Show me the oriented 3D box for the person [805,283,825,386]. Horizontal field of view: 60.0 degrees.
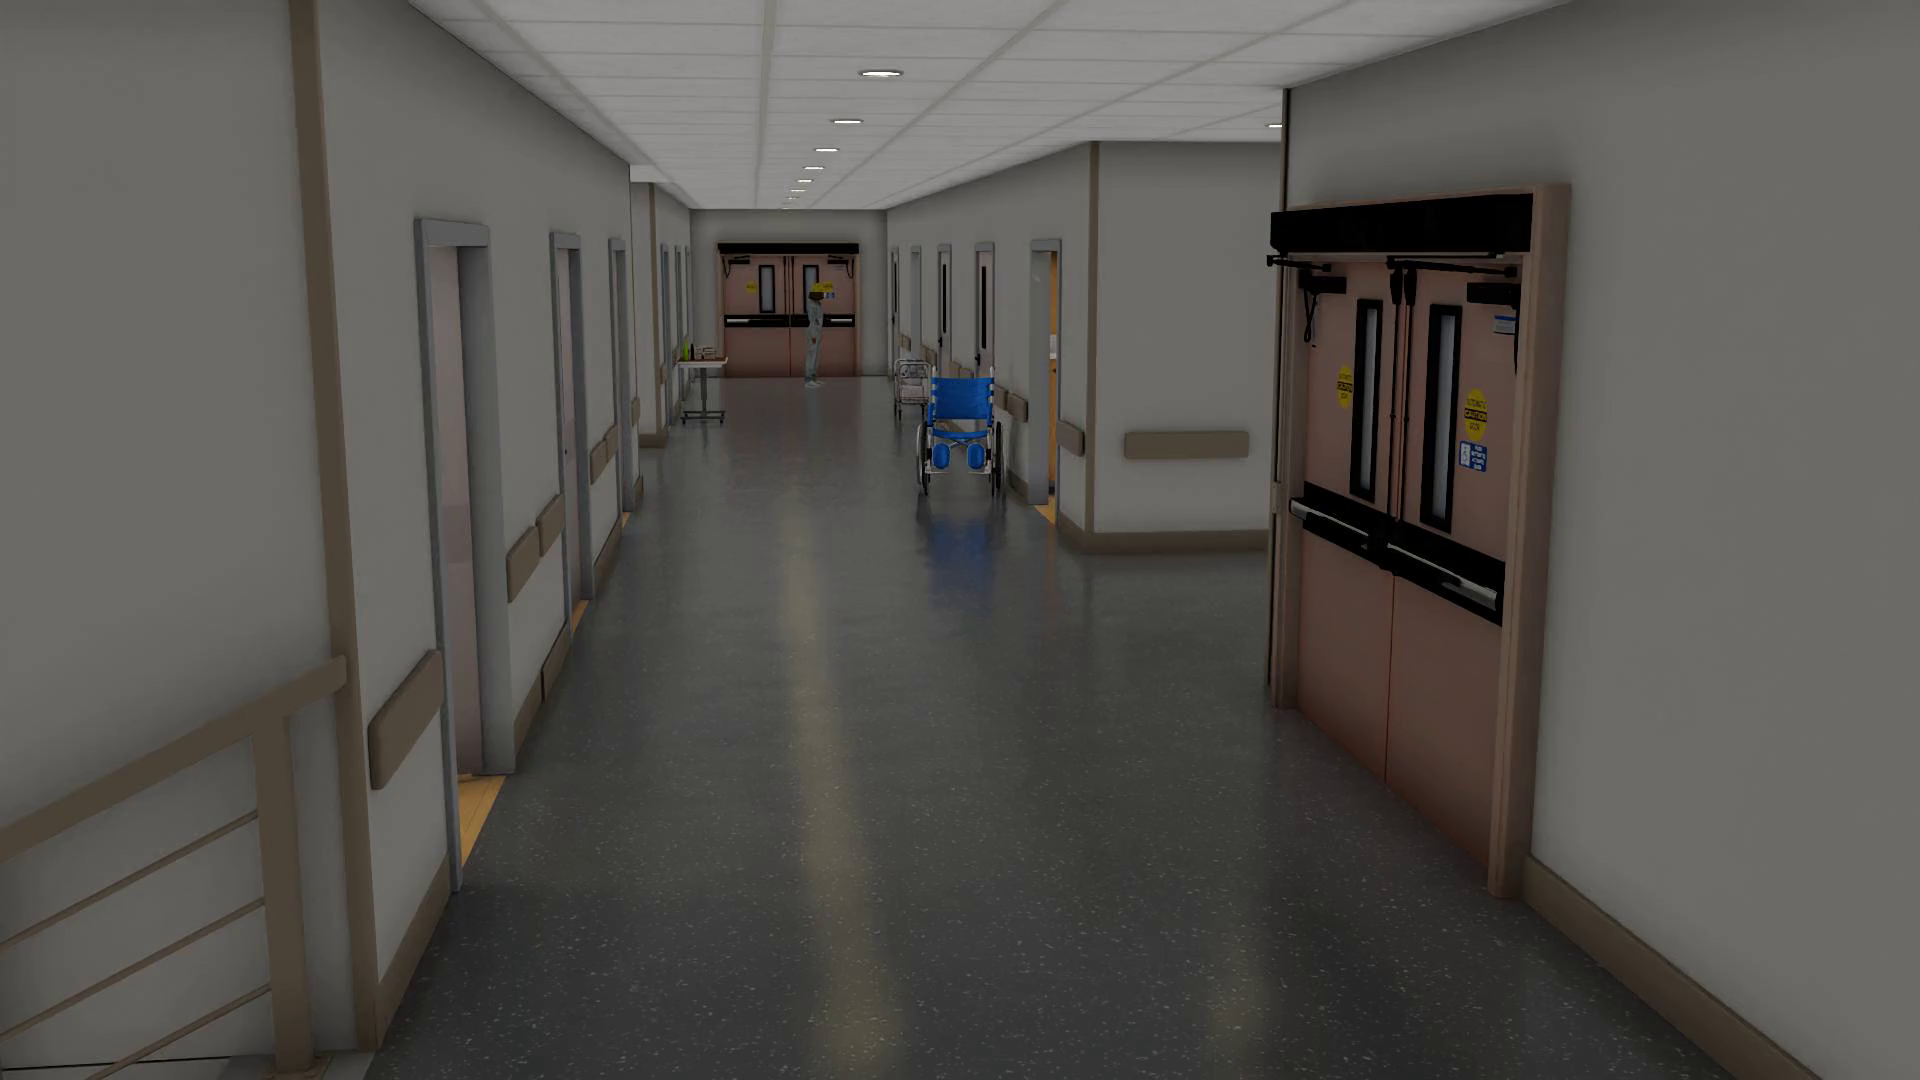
[{"bbox_3d":[-2.428,-3.470,28.141,0.359,1.732,0.486,2,10,10],"label":"person"}]
